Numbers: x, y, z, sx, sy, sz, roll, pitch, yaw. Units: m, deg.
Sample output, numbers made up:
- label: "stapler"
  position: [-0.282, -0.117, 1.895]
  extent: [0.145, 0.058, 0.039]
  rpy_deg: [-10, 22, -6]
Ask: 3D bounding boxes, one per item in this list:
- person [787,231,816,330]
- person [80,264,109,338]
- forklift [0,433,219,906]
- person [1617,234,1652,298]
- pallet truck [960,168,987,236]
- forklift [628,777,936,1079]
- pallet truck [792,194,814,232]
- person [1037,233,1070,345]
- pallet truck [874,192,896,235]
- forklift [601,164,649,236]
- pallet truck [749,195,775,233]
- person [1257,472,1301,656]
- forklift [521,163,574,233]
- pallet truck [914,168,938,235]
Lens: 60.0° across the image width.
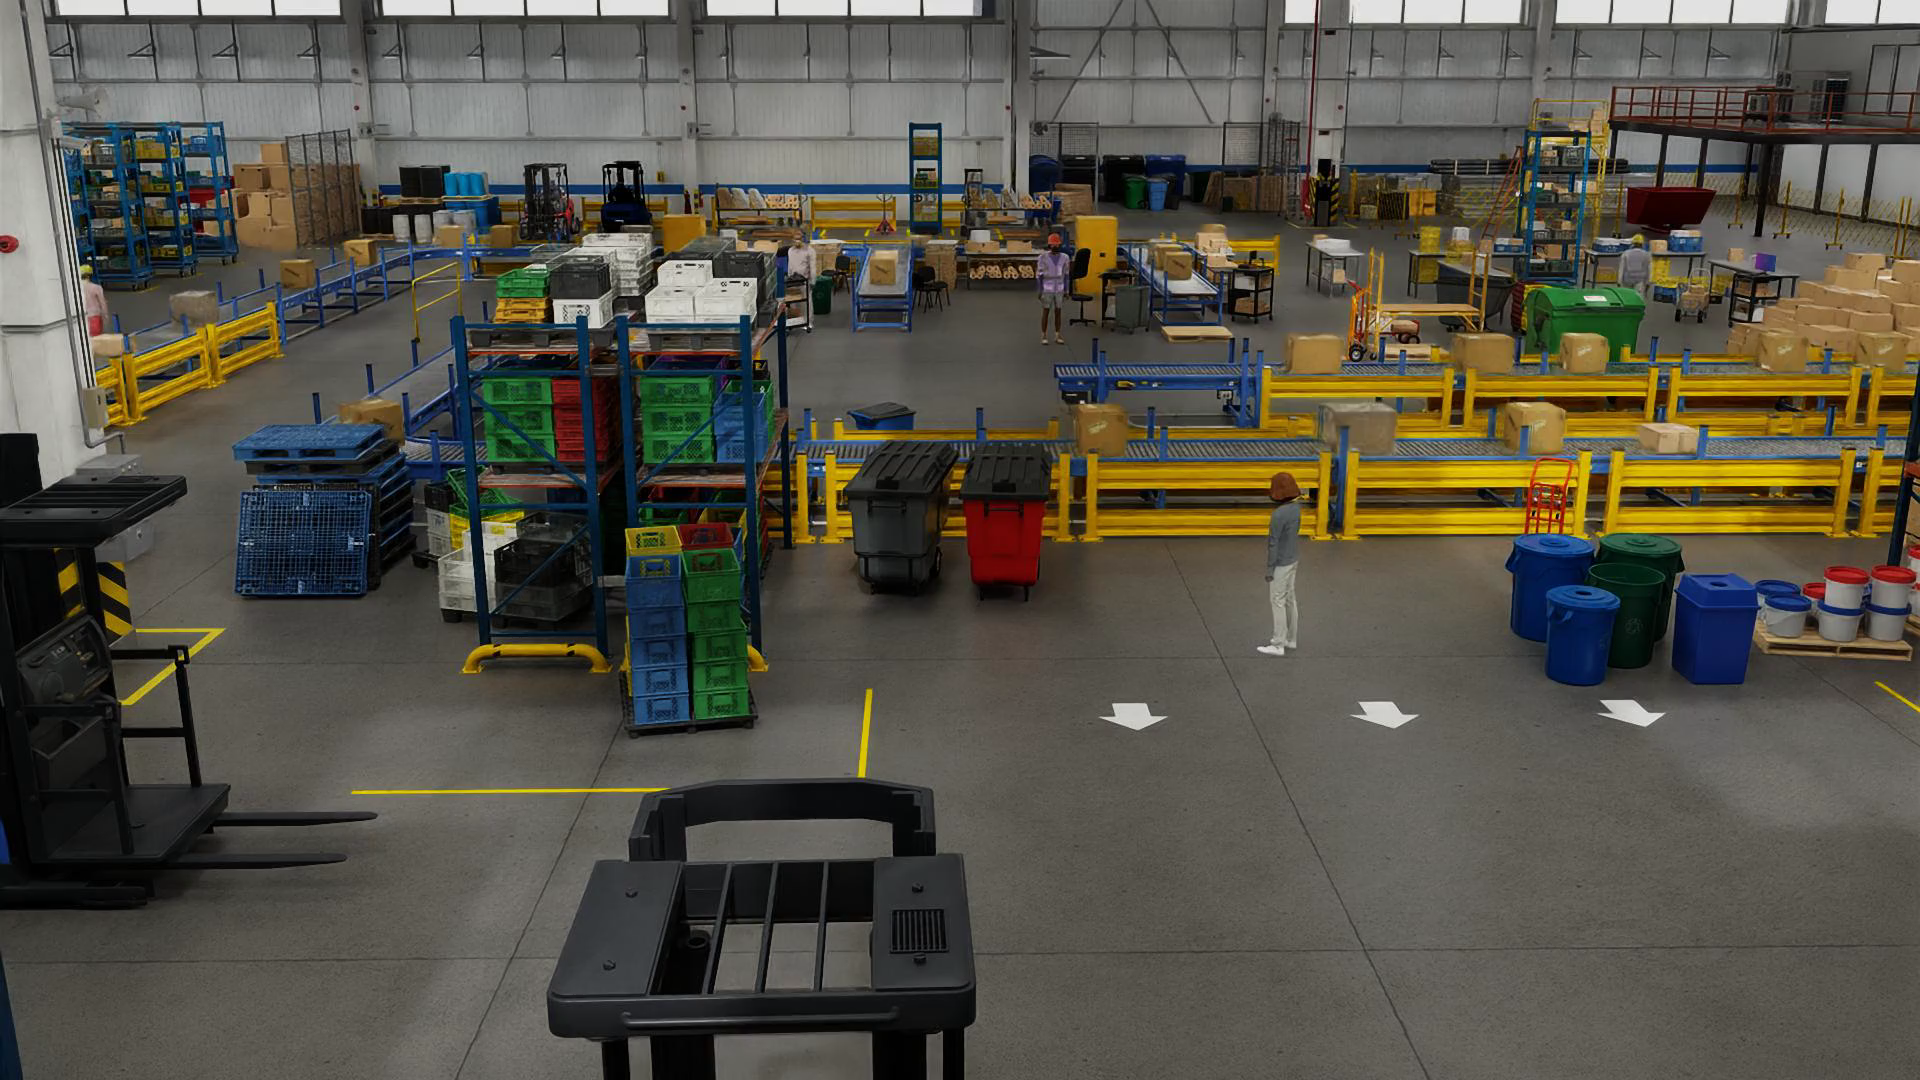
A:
- label: "person"
  position: [-3.107, -5.048, 32.381]
  extent: [0.635, 1.900, 0.404]
  rpy_deg: [9, 18, 29]
- label: "person"
  position: [-14.907, -3.849, 28.493]
  extent: [0.531, 1.736, 0.778]
  rpy_deg: [0, 16, 0]
- label: "forklift"
  position: [-5.952, 0.780, 10.366]
  extent: [1.873, 2.768, 1.129]
  rpy_deg: [0, 16, -1]
- label: "person"
  position: [13.329, -5.137, 32.884]
  extent: [0.609, 1.785, 0.953]
  rpy_deg: [6, 17, 19]
- label: "pallet truck"
  position: [0.383, -10.230, 50.206]
  extent: [0.823, 1.965, 1.885]
  rpy_deg: [-1, 16, -3]
- label: "forklift"
  position: [-0.542, 2.165, 5.552]
  extent: [1.129, 2.768, 1.873]
  rpy_deg: [-1, 16, -2]
- label: "pallet truck"
  position: [-4.814, -9.883, 50.259]
  extent: [0.704, 1.261, 1.522]
  rpy_deg: [-1, 16, -3]
- label: "person"
  position: [1.723, -4.605, 30.574]
  extent: [0.607, 2.044, 0.375]
  rpy_deg: [-4, 16, -13]
- label: "pallet truck"
  position: [-2.277, -9.986, 50.594]
  extent: [0.653, 1.274, 1.630]
  rpy_deg: [0, 16, -1]
- label: "forklift"
  position: [-9.948, -10.127, 49.296]
  extent: [1.157, 1.987, 2.680]
  rpy_deg: [-1, 16, -3]
- label: "pallet truck"
  position: [-6.051, -9.967, 50.660]
  extent: [0.680, 1.201, 1.601]
  rpy_deg: [0, 16, -1]
- label: "person"
  position: [2.825, 0.206, 14.600]
  extent: [0.281, 1.624, 0.493]
  rpy_deg: [10, 19, 31]
- label: "forklift"
  position: [-12.233, -10.122, 49.298]
  extent: [1.157, 1.987, 2.680]
  rpy_deg: [0, 16, -1]
- label: "pallet truck"
  position: [-0.989, -10.316, 50.507]
  extent: [0.823, 1.965, 1.885]
  rpy_deg: [1, 16, 3]
